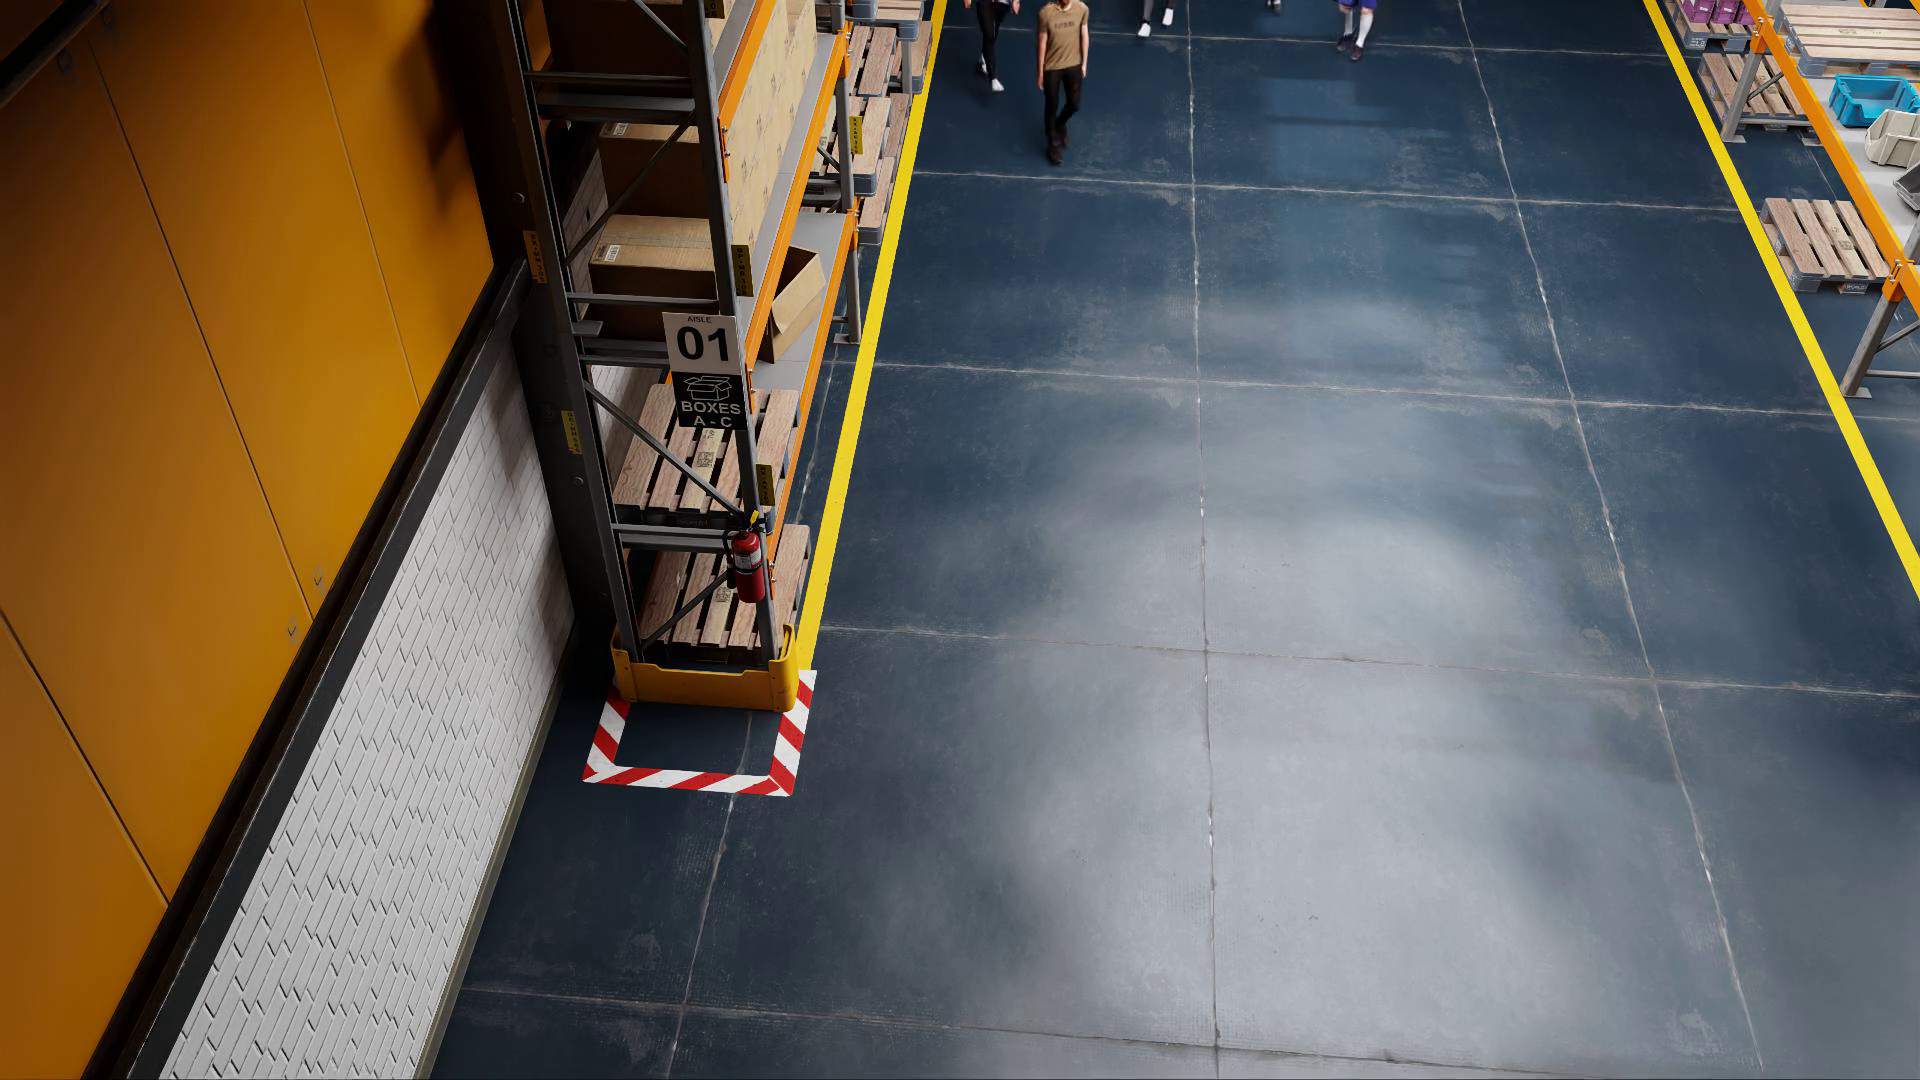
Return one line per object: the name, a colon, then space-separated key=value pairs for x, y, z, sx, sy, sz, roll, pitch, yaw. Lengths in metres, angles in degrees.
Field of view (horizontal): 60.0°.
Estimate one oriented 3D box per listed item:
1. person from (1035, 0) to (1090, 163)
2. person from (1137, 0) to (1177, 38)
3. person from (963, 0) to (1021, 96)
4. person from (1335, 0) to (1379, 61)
person: x=0.927 y=-4.471 z=15.560 sx=0.766 sy=1.846 sz=0.814 roll=-7 pitch=44 yaw=-7
person: x=2.194 y=-6.218 z=17.483 sx=0.793 sy=1.722 sz=1.111 roll=12 pitch=45 yaw=12
person: x=0.321 y=-5.462 z=16.594 sx=1.027 sy=1.853 sz=1.328 roll=-7 pitch=44 yaw=-8
person: x=4.177 y=-5.843 z=17.011 sx=0.782 sy=1.831 sz=0.767 roll=18 pitch=47 yaw=18
